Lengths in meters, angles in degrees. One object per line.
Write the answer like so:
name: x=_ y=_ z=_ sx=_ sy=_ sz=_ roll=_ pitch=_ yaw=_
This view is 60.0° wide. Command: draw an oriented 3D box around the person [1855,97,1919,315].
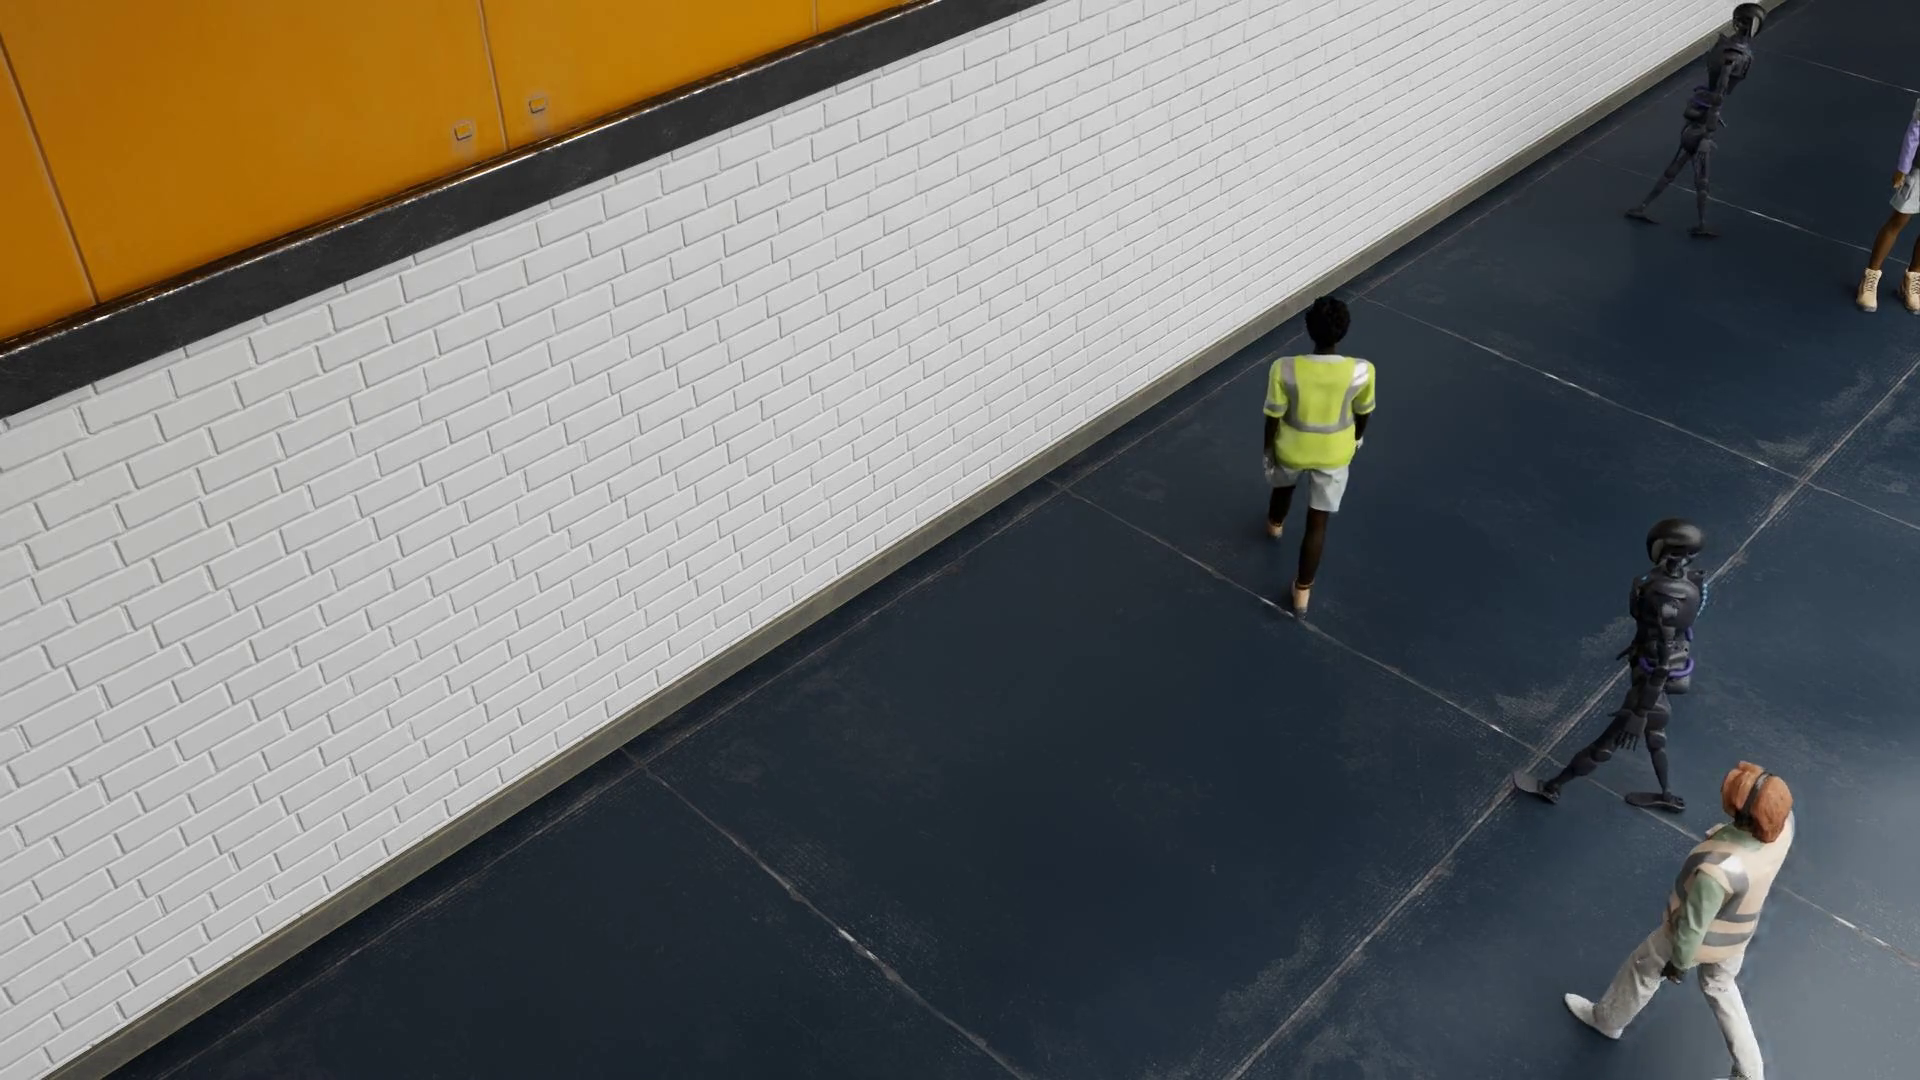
person: x=6.216 y=-2.361 z=10.457 sx=0.607 sy=2.039 sz=0.391 roll=6 pitch=39 yaw=7

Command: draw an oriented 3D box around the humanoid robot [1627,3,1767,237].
humanoid robot: x=5.142 y=-2.889 z=11.428 sx=0.704 sy=1.630 sz=0.603 roll=17 pitch=42 yaw=20

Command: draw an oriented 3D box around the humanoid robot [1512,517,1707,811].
humanoid robot: x=2.919 y=0.551 z=7.134 sx=0.778 sy=1.616 sz=0.612 roll=11 pitch=40 yaw=14

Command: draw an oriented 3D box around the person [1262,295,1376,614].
person: x=1.788 y=-0.488 z=8.418 sx=0.542 sy=1.652 sz=0.859 roll=8 pitch=39 yaw=9

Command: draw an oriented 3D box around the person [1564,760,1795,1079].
person: x=2.755 y=1.431 z=6.048 sx=0.514 sy=1.609 sz=0.757 roll=-23 pitch=44 yaw=-26
